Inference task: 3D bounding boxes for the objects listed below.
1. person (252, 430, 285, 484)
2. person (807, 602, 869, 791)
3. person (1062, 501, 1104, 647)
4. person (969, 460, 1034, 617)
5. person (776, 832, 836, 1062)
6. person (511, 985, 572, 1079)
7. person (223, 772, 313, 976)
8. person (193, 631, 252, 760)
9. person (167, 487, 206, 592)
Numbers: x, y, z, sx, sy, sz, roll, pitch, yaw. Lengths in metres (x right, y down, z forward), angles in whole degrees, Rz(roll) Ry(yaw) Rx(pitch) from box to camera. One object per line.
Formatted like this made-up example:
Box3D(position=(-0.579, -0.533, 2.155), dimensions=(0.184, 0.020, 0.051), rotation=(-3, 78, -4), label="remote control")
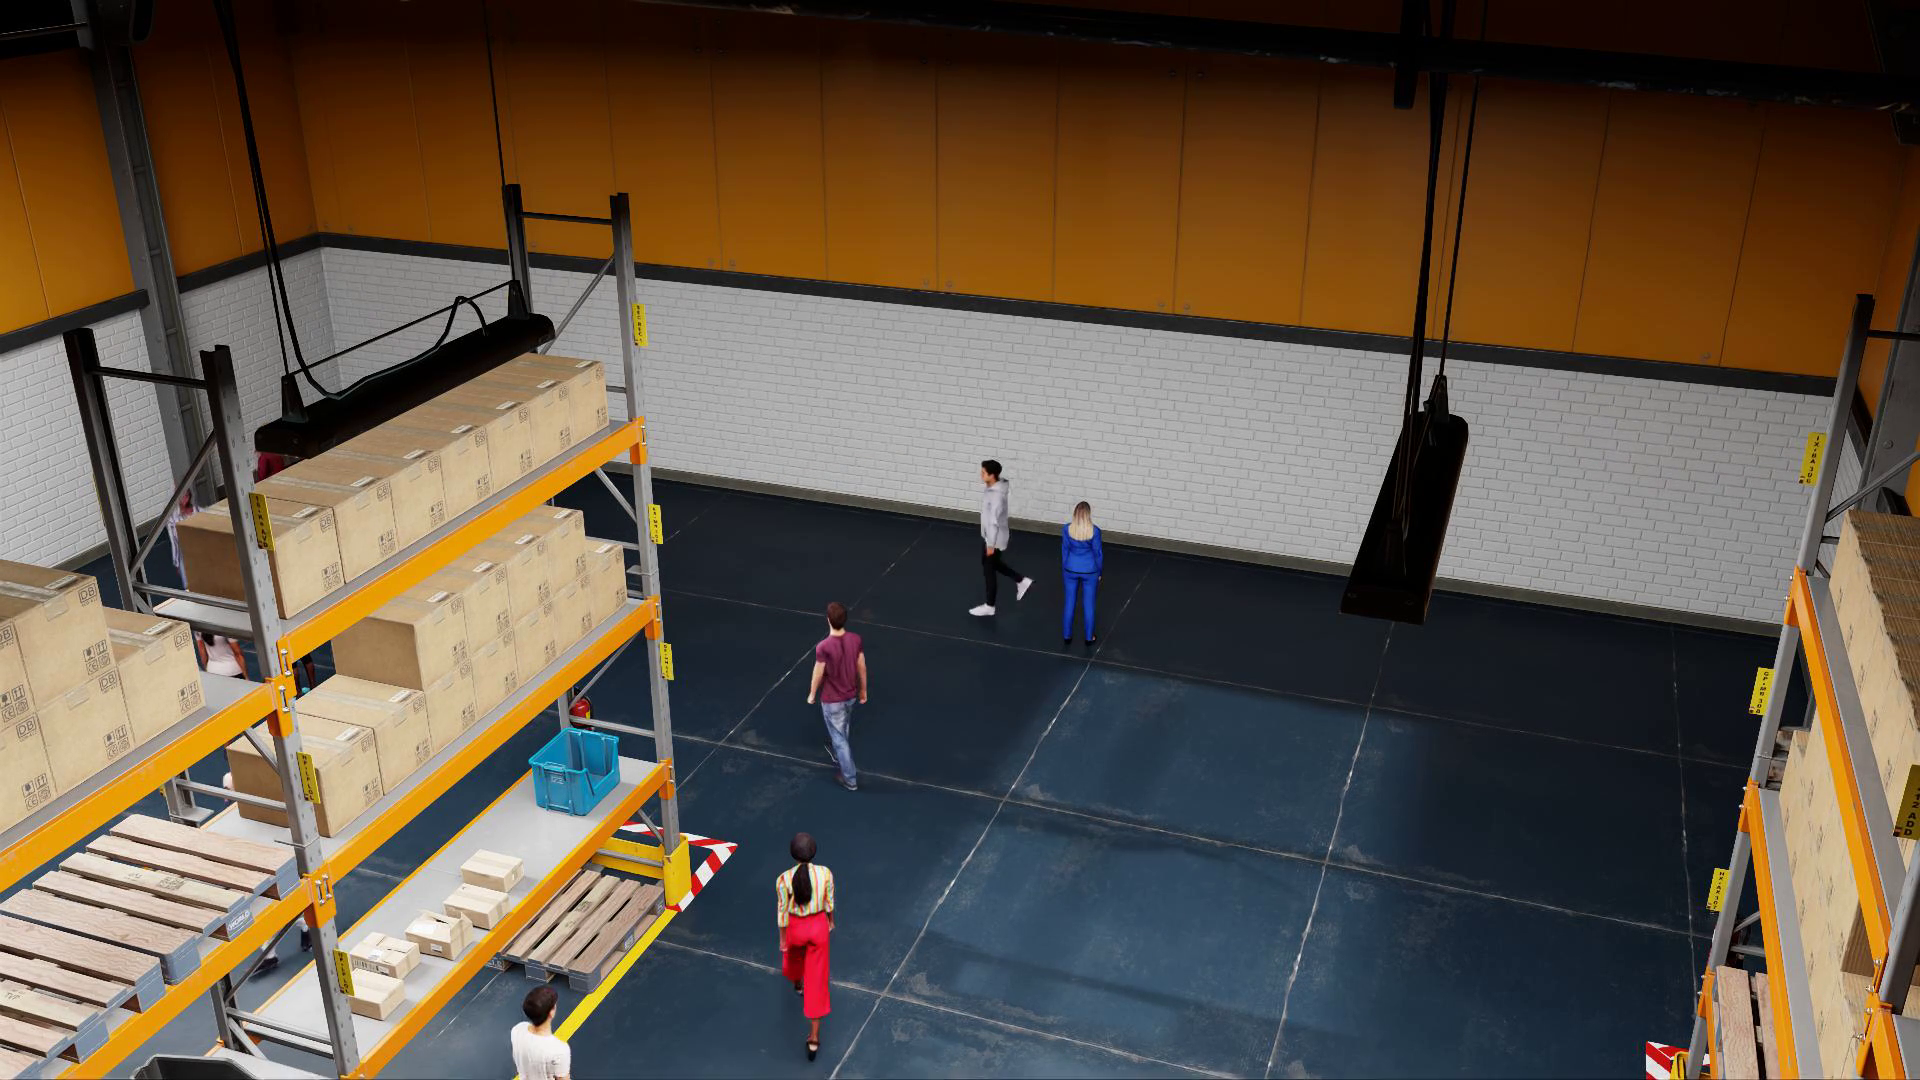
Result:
Box3D(position=(-8.462, -0.648, 20.624), dimensions=(0.779, 1.685, 0.552), rotation=(10, 26, 22), label="person")
Box3D(position=(-1.082, 1.493, 15.557), dimensions=(1.057, 1.821, 1.024), rotation=(-19, 30, -36), label="person")
Box3D(position=(1.331, 0.363, 18.291), dimensions=(0.633, 1.701, 0.570), rotation=(6, 24, 13), label="person")
Box3D(position=(0.484, -0.027, 18.921), dimensions=(1.048, 1.911, 1.077), rotation=(-4, 24, -8), label="person")
Box3D(position=(-1.109, 2.999, 12.211), dimensions=(0.984, 1.742, 1.206), rotation=(-5, 24, -10), label="person")
Box3D(position=(-2.721, 3.668, 10.733), dimensions=(0.658, 1.699, 0.821), rotation=(9, 25, 20), label="person")
Box3D(position=(-5.449, 2.579, 13.068), dimensions=(0.827, 1.825, 0.964), rotation=(17, 29, 33), label="person")
Box3D(position=(-7.099, 1.313, 16.064), dimensions=(0.640, 1.744, 0.581), rotation=(4, 24, 10), label="person")
Box3D(position=(-8.525, 0.206, 18.555), dimensions=(0.946, 1.777, 1.022), rotation=(-9, 25, -20), label="person")
